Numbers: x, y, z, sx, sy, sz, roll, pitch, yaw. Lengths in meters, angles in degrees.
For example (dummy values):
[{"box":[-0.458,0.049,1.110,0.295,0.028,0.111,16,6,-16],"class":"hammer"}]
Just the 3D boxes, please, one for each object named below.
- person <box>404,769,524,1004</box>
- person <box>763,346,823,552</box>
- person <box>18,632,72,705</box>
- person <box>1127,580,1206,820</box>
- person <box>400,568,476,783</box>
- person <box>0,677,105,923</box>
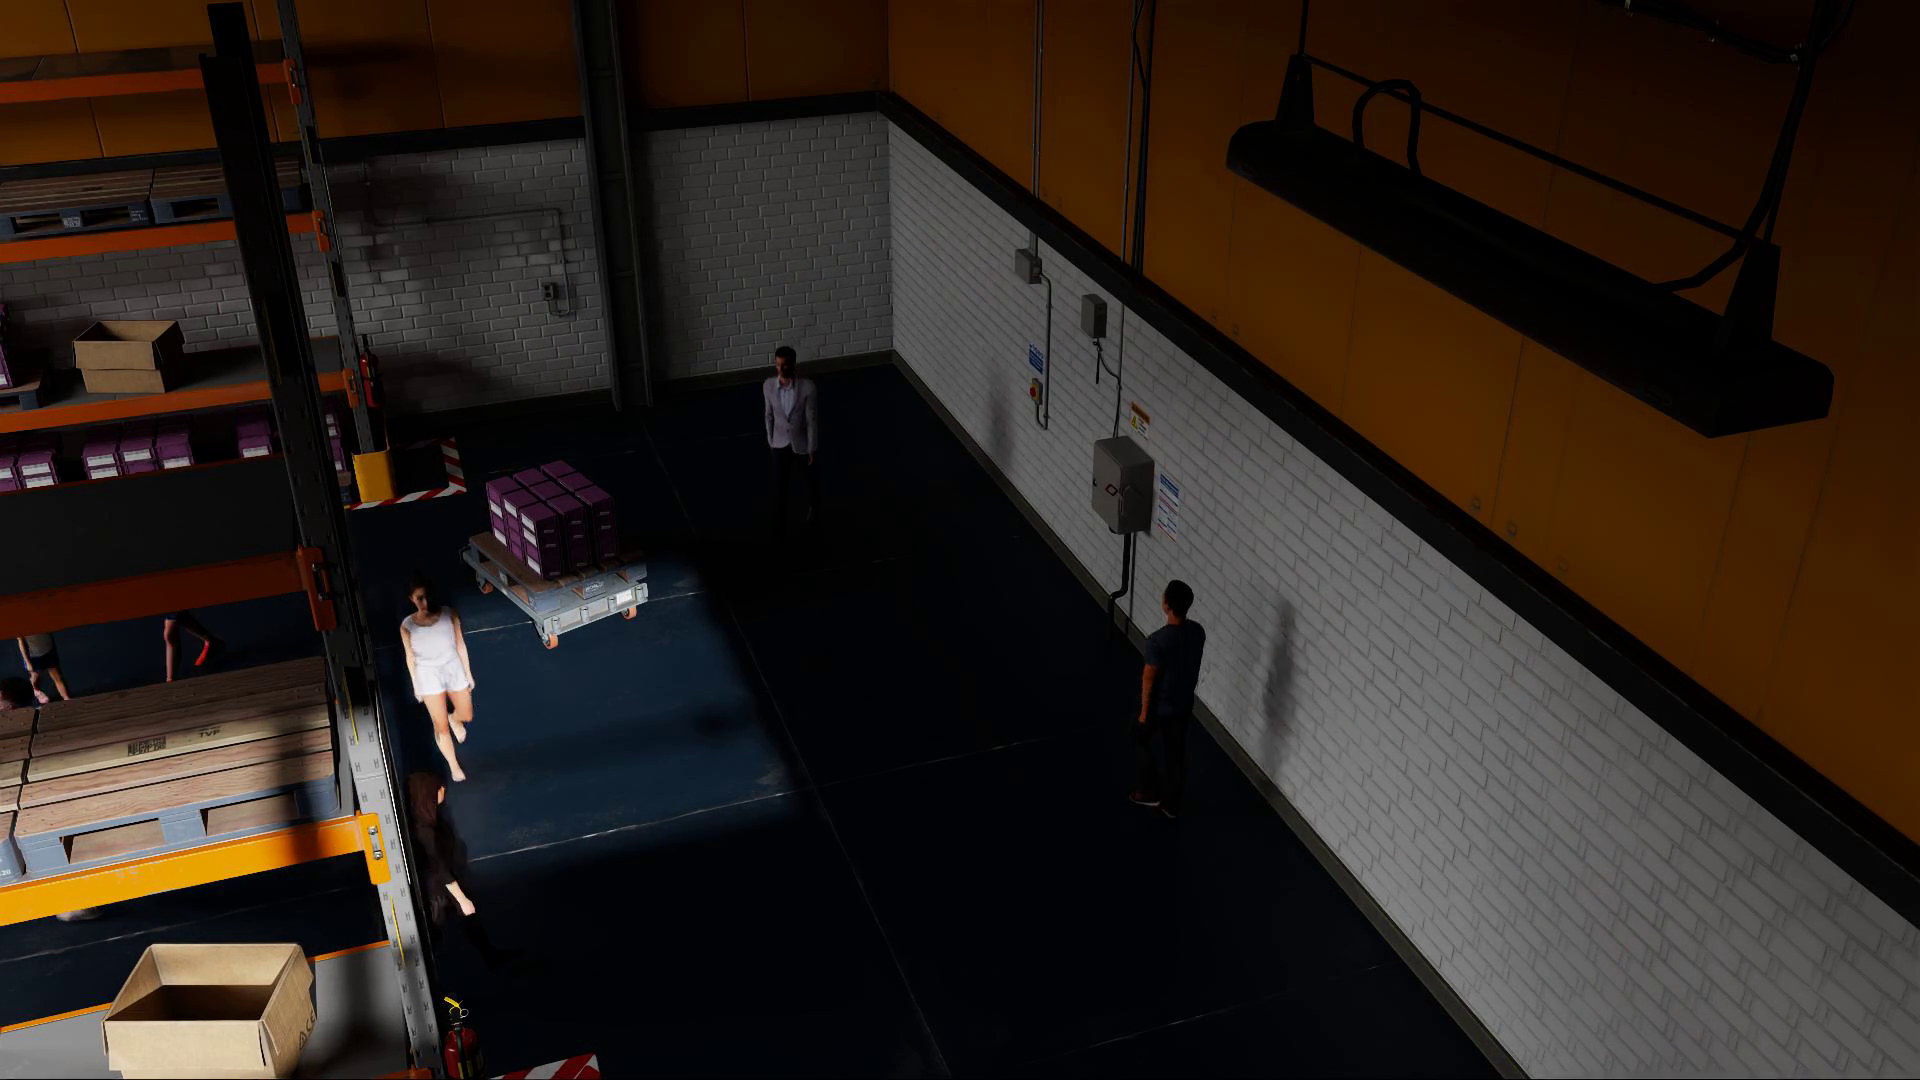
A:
[{"box":[-3.142,2.058,9.675,0.901,1.615,0.596,-11,30,-19],"class":"person"},{"box":[-1.443,-0.882,14.869,1.233,1.803,1.115,5,29,8],"class":"person"},{"box":[-6.988,0.834,12.566,0.746,0.995,0.721,17,33,28],"class":"person"},{"box":[1.451,1.125,11.191,0.644,1.800,0.805,-16,33,-27],"class":"person"},{"box":[-3.684,0.924,11.772,0.745,1.598,0.701,-14,32,-24],"class":"person"},{"box":[-5.522,1.610,10.275,0.794,1.827,0.751,-3,29,-5],"class":"person"}]
